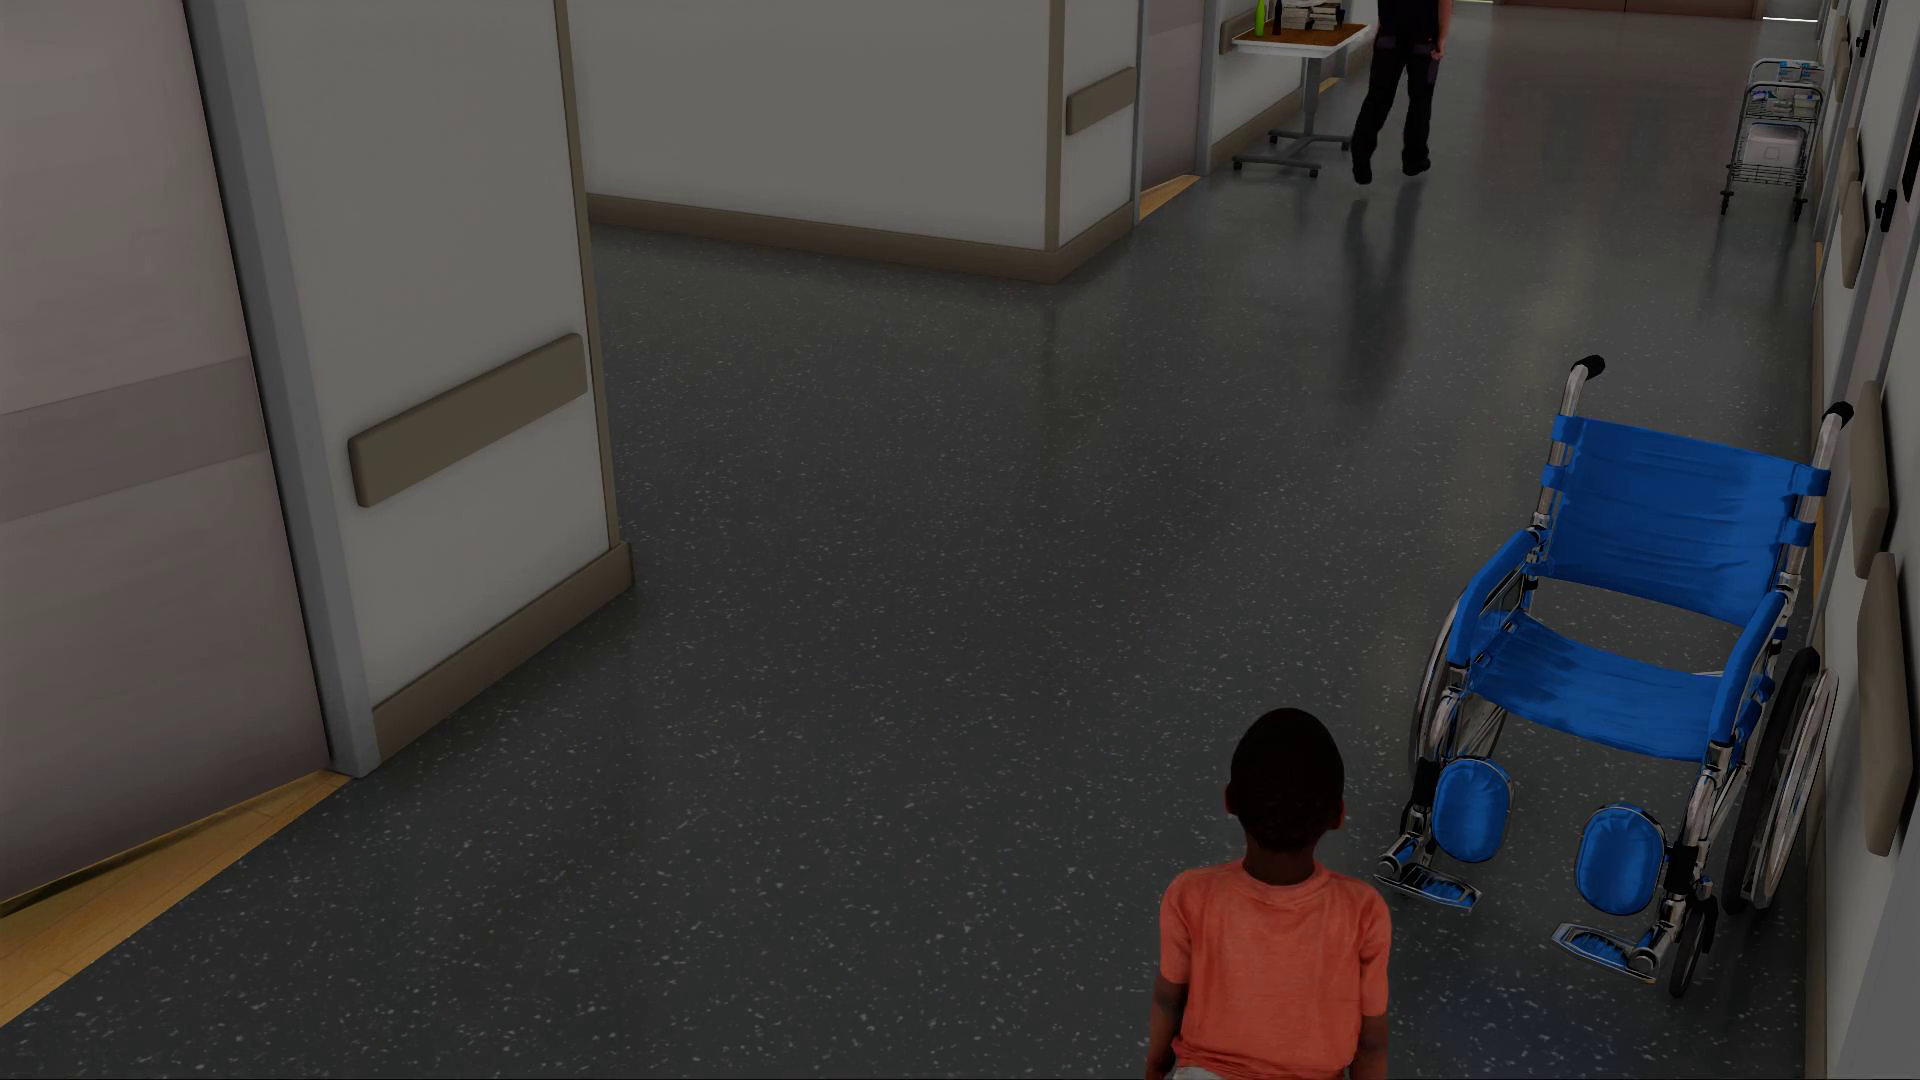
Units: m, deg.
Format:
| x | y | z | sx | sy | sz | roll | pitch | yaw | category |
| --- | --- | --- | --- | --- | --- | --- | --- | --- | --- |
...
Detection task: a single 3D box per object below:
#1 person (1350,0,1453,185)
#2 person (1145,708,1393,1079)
| x | y | z | sx | sy | sz | roll | pitch | yaw | category |
| --- | --- | --- | --- | --- | --- | --- | --- | --- | --- |
| 2.612 | -3.004 | 9.833 | 0.738 | 1.821 | 1.132 | 16 | 30 | 29 | person |
| 0.434 | 0.873 | 2.409 | 0.657 | 1.285 | 0.886 | 4 | 26 | 9 | person |
